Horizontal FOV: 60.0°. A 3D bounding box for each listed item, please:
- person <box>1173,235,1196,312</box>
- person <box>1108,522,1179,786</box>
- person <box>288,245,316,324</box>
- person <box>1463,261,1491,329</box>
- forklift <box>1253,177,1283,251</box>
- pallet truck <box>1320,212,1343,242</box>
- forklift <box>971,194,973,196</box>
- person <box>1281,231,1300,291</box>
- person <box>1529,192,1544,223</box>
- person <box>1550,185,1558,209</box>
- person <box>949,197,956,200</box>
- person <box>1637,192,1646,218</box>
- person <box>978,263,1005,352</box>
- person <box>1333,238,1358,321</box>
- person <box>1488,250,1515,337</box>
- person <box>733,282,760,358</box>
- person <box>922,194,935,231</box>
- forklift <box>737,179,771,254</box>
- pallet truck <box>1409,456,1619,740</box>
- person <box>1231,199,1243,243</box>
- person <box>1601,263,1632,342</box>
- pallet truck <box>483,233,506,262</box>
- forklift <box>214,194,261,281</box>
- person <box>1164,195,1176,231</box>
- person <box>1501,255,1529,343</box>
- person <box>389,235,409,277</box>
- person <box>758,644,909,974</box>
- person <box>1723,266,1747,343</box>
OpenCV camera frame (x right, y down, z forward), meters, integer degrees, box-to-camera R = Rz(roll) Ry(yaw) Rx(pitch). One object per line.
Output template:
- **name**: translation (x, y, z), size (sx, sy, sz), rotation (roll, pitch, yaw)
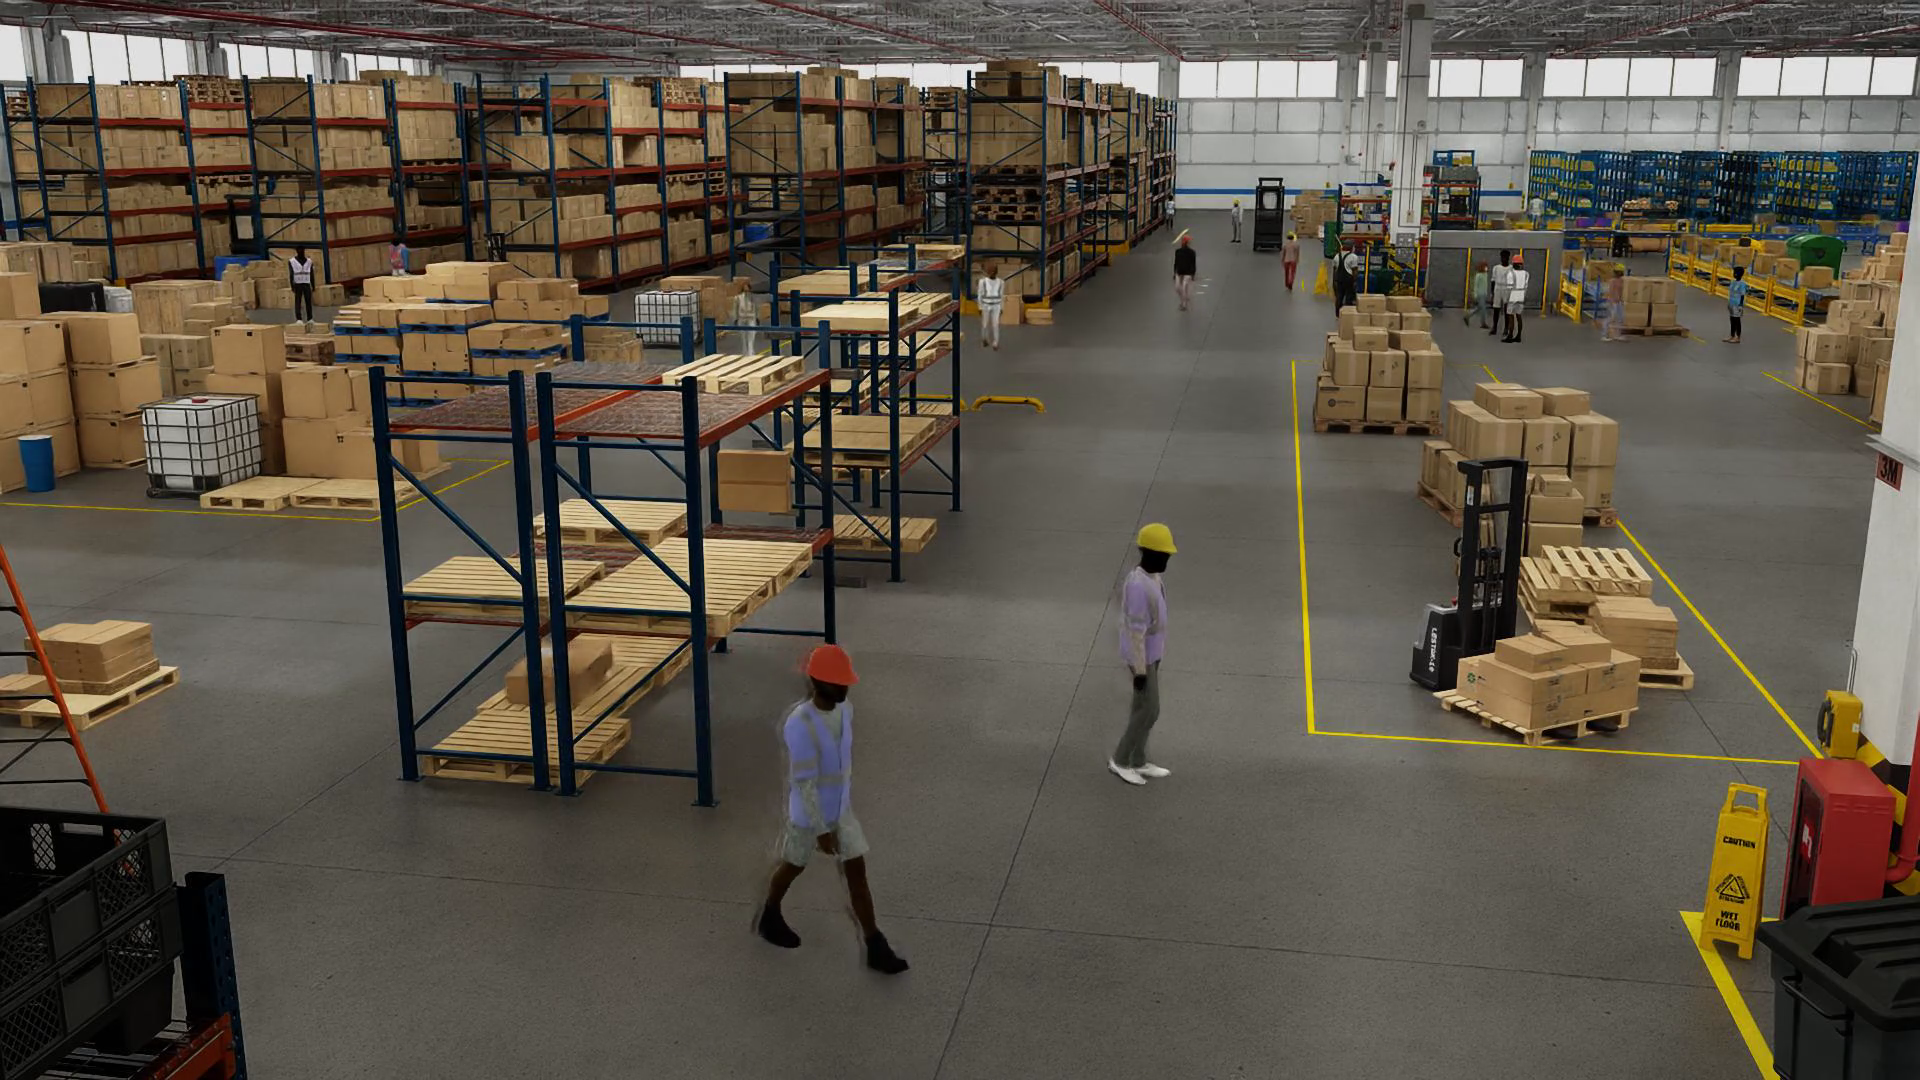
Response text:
- **person**: translation (5.800, -6.908, 43.100), size (0.648, 1.978, 0.439), rotation (10, 17, 36)
- **person**: translation (1.334, 0.806, 11.918), size (0.424, 1.919, 0.611), rotation (3, 14, 13)
- **person**: translation (-15.973, -6.204, 40.394), size (0.592, 1.911, 0.387), rotation (-12, 18, -40)
- **person**: translation (12.321, -5.832, 39.495), size (0.714, 1.605, 0.507), rotation (12, 18, 41)
- **forklift**: translation (12.083, -12.747, 64.956), size (1.129, 2.768, 1.873), rotation (3, 14, 10)
- **pallet truck**: translation (15.874, -13.227, 70.310), size (0.680, 1.201, 1.601), rotation (10, 17, 35)
- **forklift**: translation (0.716, -10.225, 54.717), size (1.129, 2.768, 1.873), rotation (3, 14, 10)
- **person**: translation (9.637, -8.145, 48.577), size (0.551, 1.751, 0.427), rotation (4, 14, 17)
- **person**: translation (25.968, -14.732, 75.019), size (0.603, 1.921, 0.836), rotation (6, 15, 24)
- **person**: translation (31.453, -17.924, 88.104), size (0.390, 1.846, 0.565), rotation (-2, 14, -10)
- **person**: translation (-0.231, -17.087, 84.437), size (0.621, 1.974, 0.487), rotation (5, 15, 19)
- **person**: translation (32.568, -15.769, 79.485), size (0.611, 1.778, 0.940), rotation (-1, 14, -5)
- **person**: translation (0.658, -4.966, 35.454), size (0.593, 1.864, 0.626), rotation (-2, 14, -8)
- **person**: translation (9.529, -6.399, 40.912), size (0.536, 2.000, 0.682), rotation (-10, 17, -36)
- **person**: translation (12.392, -5.628, 37.935), size (0.609, 1.964, 0.367), rotation (11, 18, 38)
- **person**: translation (-4.357, -4.466, 33.980), size (0.531, 1.595, 0.851), rotation (-1, 14, -4)
- **person**: translation (-1.435, -14.819, 75.521), size (0.587, 1.835, 0.404), rotation (-3, 14, -13)
- **forklift**: translation (-8.198, -12.284, 63.077), size (1.873, 2.768, 1.129), rotation (2, 14, 9)
- **pallet truck**: translation (4.504, 0.400, 13.395), size (0.823, 1.965, 1.885), rotation (-6, 15, -23)
- **person**: translation (11.591, -13.386, 69.735), size (0.409, 1.824, 0.610), rotation (-7, 16, -27)
- **person**: translation (14.605, -5.242, 36.821), size (0.555, 1.735, 0.762), rotation (-10, 17, -36)
- **pallet truck**: translation (-11.832, -7.026, 43.548), size (1.885, 1.965, 0.823), rotation (8, 16, 28)
- **forklift**: translation (-20.579, -8.556, 47.942), size (1.129, 2.768, 1.873), rotation (3, 14, 10)
- **person**: translation (9.792, -15.257, 77.586), size (0.573, 1.697, 0.344), rotation (0, 14, 1)
- **person**: translation (12.266, -5.324, 36.759), size (0.545, 1.939, 0.354), rotation (-6, 15, -23)
- **person**: translation (-15.412, -7.463, 45.714), size (0.726, 1.800, 0.665), rotation (9, 16, 32)
- **person**: translation (-0.774, 1.476, 9.286), size (1.026, 1.888, 0.547), rotation (11, 17, 37)
- **person**: translation (17.164, -5.199, 36.771), size (0.319, 1.693, 0.535), rotation (-1, 14, -2)
